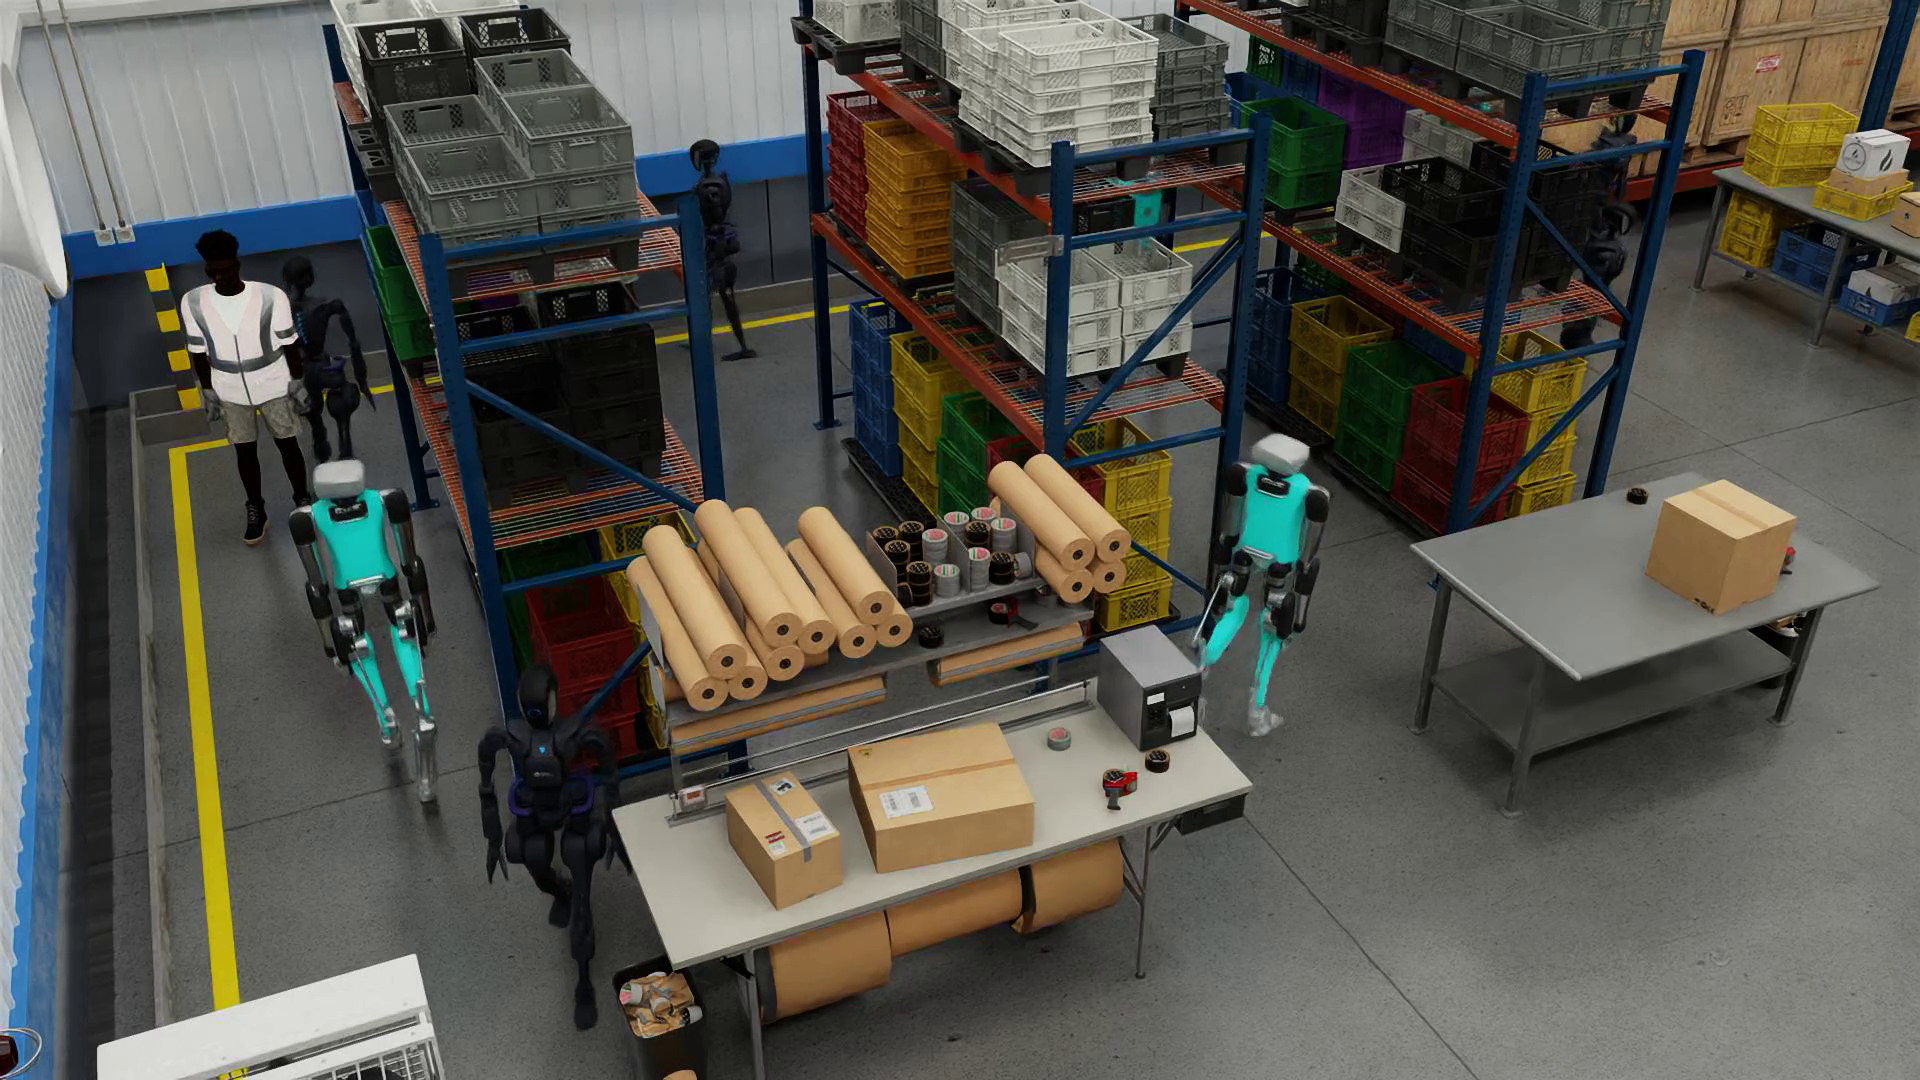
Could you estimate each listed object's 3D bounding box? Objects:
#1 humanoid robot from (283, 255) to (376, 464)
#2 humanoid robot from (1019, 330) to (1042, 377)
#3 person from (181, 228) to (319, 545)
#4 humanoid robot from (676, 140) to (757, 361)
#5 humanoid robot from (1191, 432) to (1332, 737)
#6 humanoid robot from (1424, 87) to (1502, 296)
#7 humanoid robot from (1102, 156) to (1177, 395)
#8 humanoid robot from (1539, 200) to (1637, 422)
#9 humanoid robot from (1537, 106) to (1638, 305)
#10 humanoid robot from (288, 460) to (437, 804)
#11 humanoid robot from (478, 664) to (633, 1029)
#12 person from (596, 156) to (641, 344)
[{"bbox_3d":[-3.907,-0.974,10.219,0.590,1.647,0.529,-1,32,-2],"label":"humanoid robot"},{"bbox_3d":[0.434,-1.815,11.538,0.551,1.800,0.742,-6,32,-9],"label":"humanoid robot"},{"bbox_3d":[-4.168,-0.897,9.809,0.602,1.966,0.372,-7,32,-11],"label":"person"},{"bbox_3d":[-1.808,-2.060,11.977,0.567,1.646,0.611,-9,33,-14],"label":"humanoid robot"},{"bbox_3d":[1.309,0.432,7.940,0.531,1.777,1.029,21,37,30],"label":"humanoid robot"},{"bbox_3d":[3.845,-2.558,12.758,0.561,1.794,0.954,1,32,2],"label":"humanoid robot"},{"bbox_3d":[1.094,-1.855,11.597,0.545,1.794,0.689,-17,36,-26],"label":"humanoid robot"},{"bbox_3d":[4.127,-1.498,11.058,0.405,1.634,0.597,9,33,14],"label":"humanoid robot"},{"bbox_3d":[4.889,-2.575,12.819,0.606,1.632,0.576,-18,36,-26],"label":"humanoid robot"},{"bbox_3d":[-2.687,0.506,7.739,0.538,1.726,0.996,-13,34,-21],"label":"humanoid robot"},{"bbox_3d":[-1.649,1.148,6.818,0.603,1.632,0.822,-4,32,-6],"label":"humanoid robot"},{"bbox_3d":[-2.543,-2.138,11.753,0.608,2.042,0.394,-16,35,-24],"label":"person"}]
